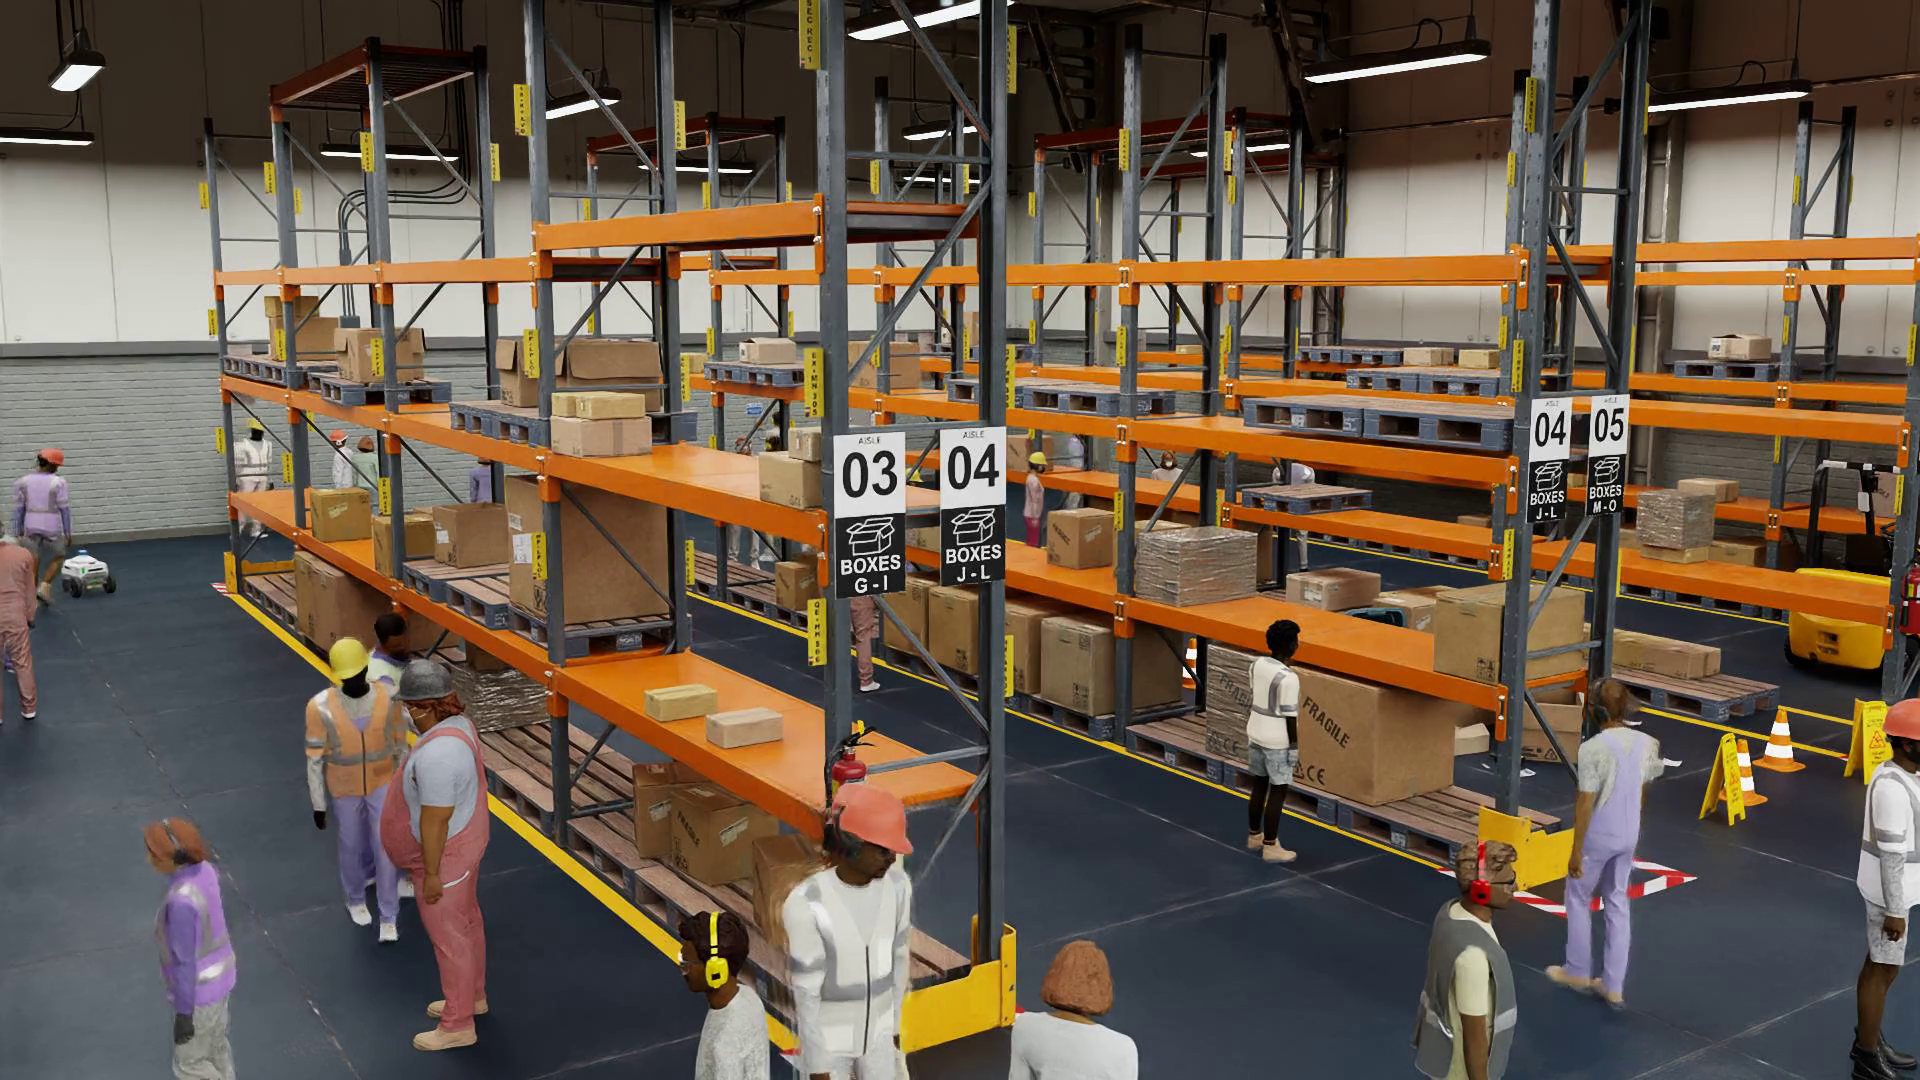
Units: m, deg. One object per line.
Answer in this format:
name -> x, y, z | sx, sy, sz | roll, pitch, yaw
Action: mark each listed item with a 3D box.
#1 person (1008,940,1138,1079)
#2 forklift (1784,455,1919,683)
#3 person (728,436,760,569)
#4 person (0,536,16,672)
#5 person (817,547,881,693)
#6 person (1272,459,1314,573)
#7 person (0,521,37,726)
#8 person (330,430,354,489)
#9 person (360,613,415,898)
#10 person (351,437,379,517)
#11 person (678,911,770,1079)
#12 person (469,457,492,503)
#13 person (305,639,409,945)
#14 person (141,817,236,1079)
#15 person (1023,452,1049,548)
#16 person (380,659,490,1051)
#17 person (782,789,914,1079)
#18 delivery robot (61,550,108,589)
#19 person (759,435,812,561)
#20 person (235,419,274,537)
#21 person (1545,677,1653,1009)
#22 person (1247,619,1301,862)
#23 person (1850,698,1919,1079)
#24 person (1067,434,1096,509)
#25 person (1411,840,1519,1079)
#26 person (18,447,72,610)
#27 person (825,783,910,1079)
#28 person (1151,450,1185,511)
person -> 0.409, 2.221, 5.925 | 0.501, 1.631, 0.286 | 5, 10, 30
forklift -> 9.643, 0.253, 17.172 | 2.313, 2.155, 1.214 | -6, 10, -33
person -> -3.006, -0.501, 23.143 | 0.637, 1.910, 0.403 | 0, 9, -1
person -> -10.024, 0.497, 17.163 | 0.591, 1.701, 0.895 | -8, 12, -44
person -> -1.058, 0.539, 16.225 | 0.645, 1.905, 0.400 | 2, 9, 14
person -> 4.594, -0.433, 22.929 | 0.591, 1.834, 0.404 | 2, 9, 15
person -> -8.684, 0.720, 15.011 | 0.403, 1.911, 0.637 | 8, 11, 42
person -> -9.687, -0.860, 26.079 | 0.349, 1.743, 0.563 | 0, 9, 0
person -> -3.741, 1.381, 10.744 | 0.401, 1.872, 0.655 | -4, 9, -23
person -> -9.289, -0.810, 26.102 | 0.498, 1.633, 0.280 | 1, 9, 8
person -> -0.782, 2.154, 5.641 | 0.328, 1.861, 0.500 | -1, 9, -5
person -> -6.850, -0.519, 24.161 | 0.497, 1.634, 0.279 | -1, 9, -6
person -> -3.594, 1.490, 10.006 | 0.614, 1.870, 0.970 | -4, 10, -27
person -> -3.369, 2.007, 7.412 | 0.381, 1.639, 0.554 | -2, 9, -13
person -> 1.018, -0.302, 22.310 | 0.326, 1.762, 0.533 | 0, 9, -3
person -> -2.739, 1.604, 8.685 | 0.536, 2.000, 0.683 | -1, 9, -7
person -> -0.472, 1.934, 6.664 | 0.594, 1.998, 0.914 | -6, 10, -34
delivery robot -> -11.301, 0.378, 21.455 | 0.707, 0.478, 0.477 | 7, 11, 40
person -> -2.574, -0.602, 24.063 | 0.779, 1.836, 0.530 | 1, 9, 9
person -> -11.170, -0.968, 26.304 | 0.518, 1.899, 0.648 | 6, 10, 34
person -> 3.516, 1.636, 9.159 | 0.559, 1.824, 0.516 | -3, 9, -21
person -> 2.157, 1.371, 11.405 | 0.324, 1.685, 0.540 | -3, 9, -20
person -> 4.624, 1.728, 8.201 | 0.356, 1.939, 0.543 | 5, 10, 29
person -> 2.021, -0.978, 26.583 | 0.760, 1.820, 0.621 | 5, 10, 29
person -> 1.940, 2.043, 6.399 | 0.388, 1.848, 0.564 | 1, 9, 8
person -> -11.244, -0.136, 20.405 | 0.726, 1.997, 0.506 | 0, 9, -2
person -> -0.412, 1.944, 7.437 | 0.509, 1.719, 0.586 | 1, 9, 4
person -> 2.987, -0.479, 23.898 | 0.507, 1.631, 0.266 | -1, 9, -4
